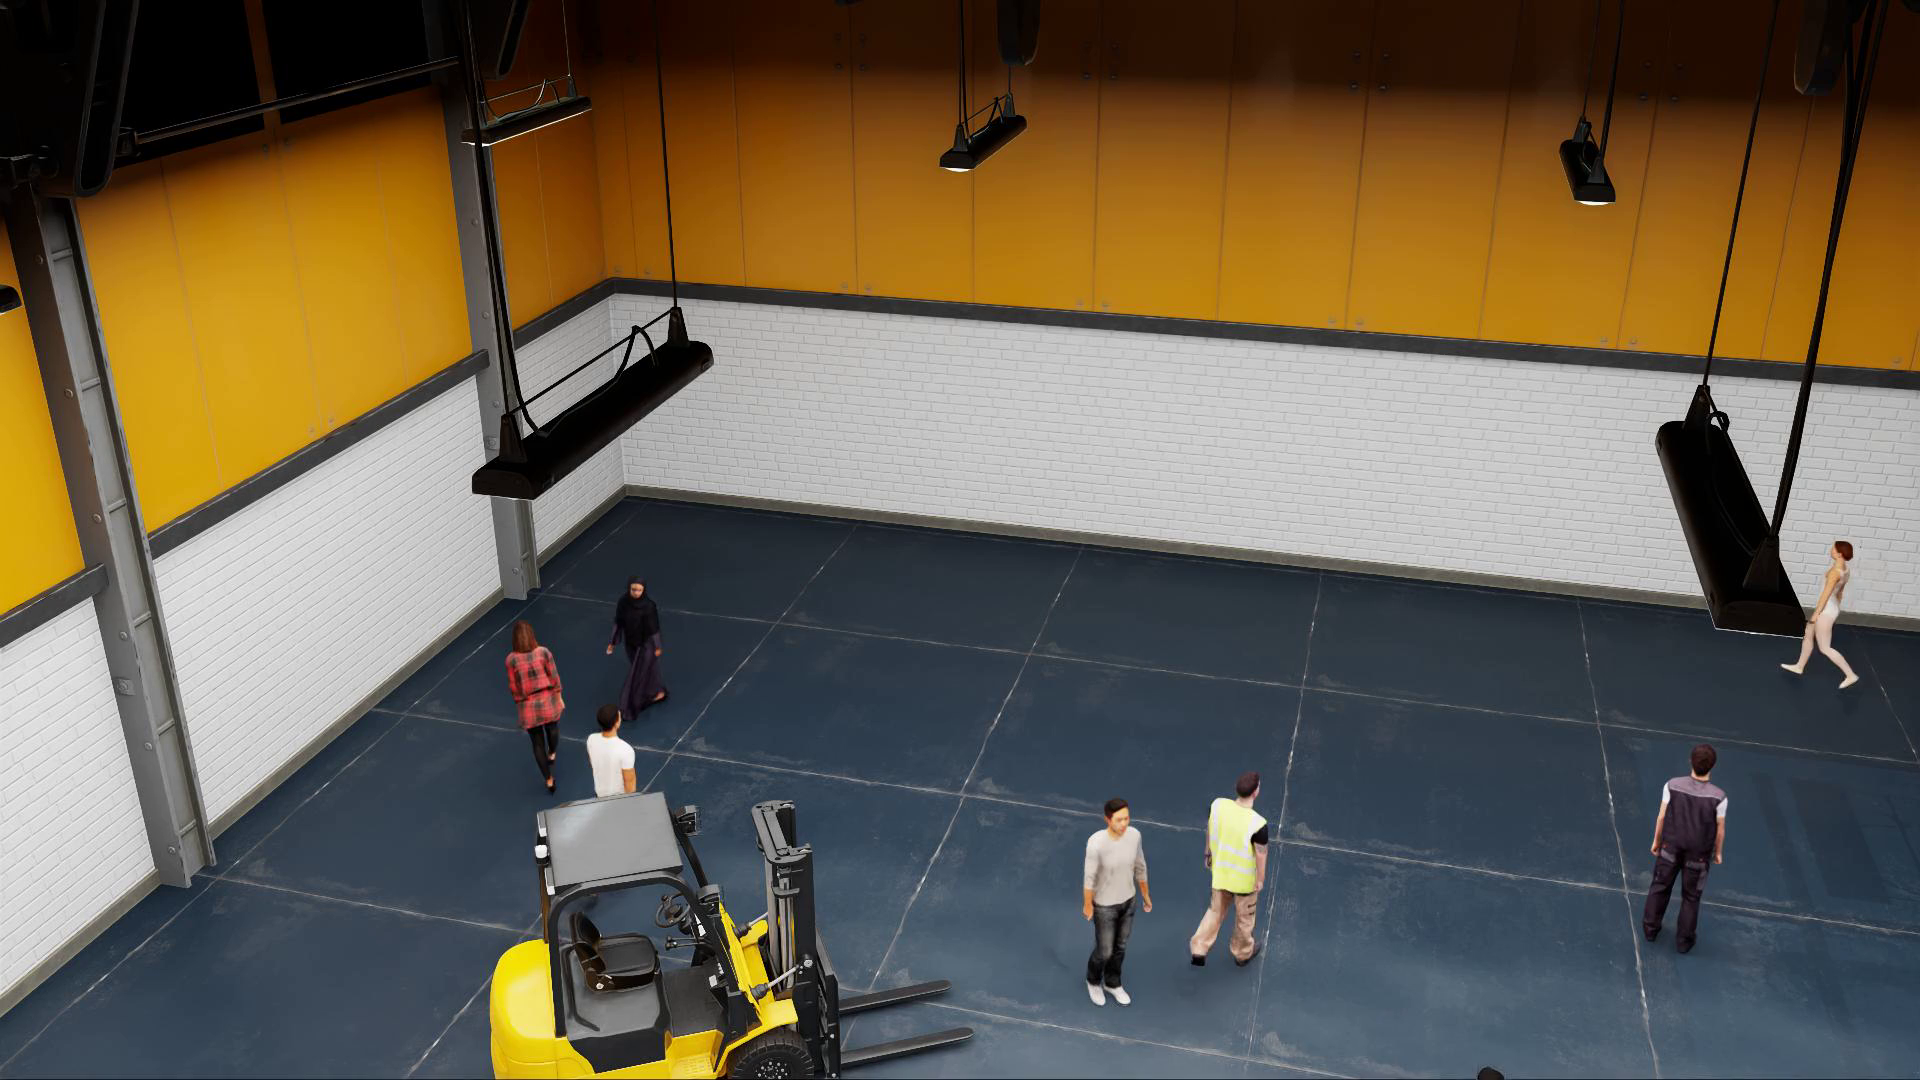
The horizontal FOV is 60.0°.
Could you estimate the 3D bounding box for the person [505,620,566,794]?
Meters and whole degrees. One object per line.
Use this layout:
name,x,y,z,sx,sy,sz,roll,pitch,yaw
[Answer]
person,-3.980,1.611,15.681,0.952,1.658,1.072,-6,24,-14

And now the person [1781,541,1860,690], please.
person,9.238,0.812,17.563,0.882,1.615,1.013,18,29,35

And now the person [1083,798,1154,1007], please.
person,1.155,2.746,12.897,0.754,1.808,0.819,-13,27,-28

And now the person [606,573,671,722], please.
person,-3.224,1.027,17.095,0.858,1.596,1.137,18,29,35

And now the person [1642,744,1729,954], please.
person,5.868,2.485,13.443,0.741,1.849,0.694,16,28,33

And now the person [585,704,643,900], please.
person,-2.990,2.224,14.125,0.702,1.782,1.092,9,25,20

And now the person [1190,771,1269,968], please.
person,2.137,2.648,13.095,0.938,1.830,1.095,18,30,36
